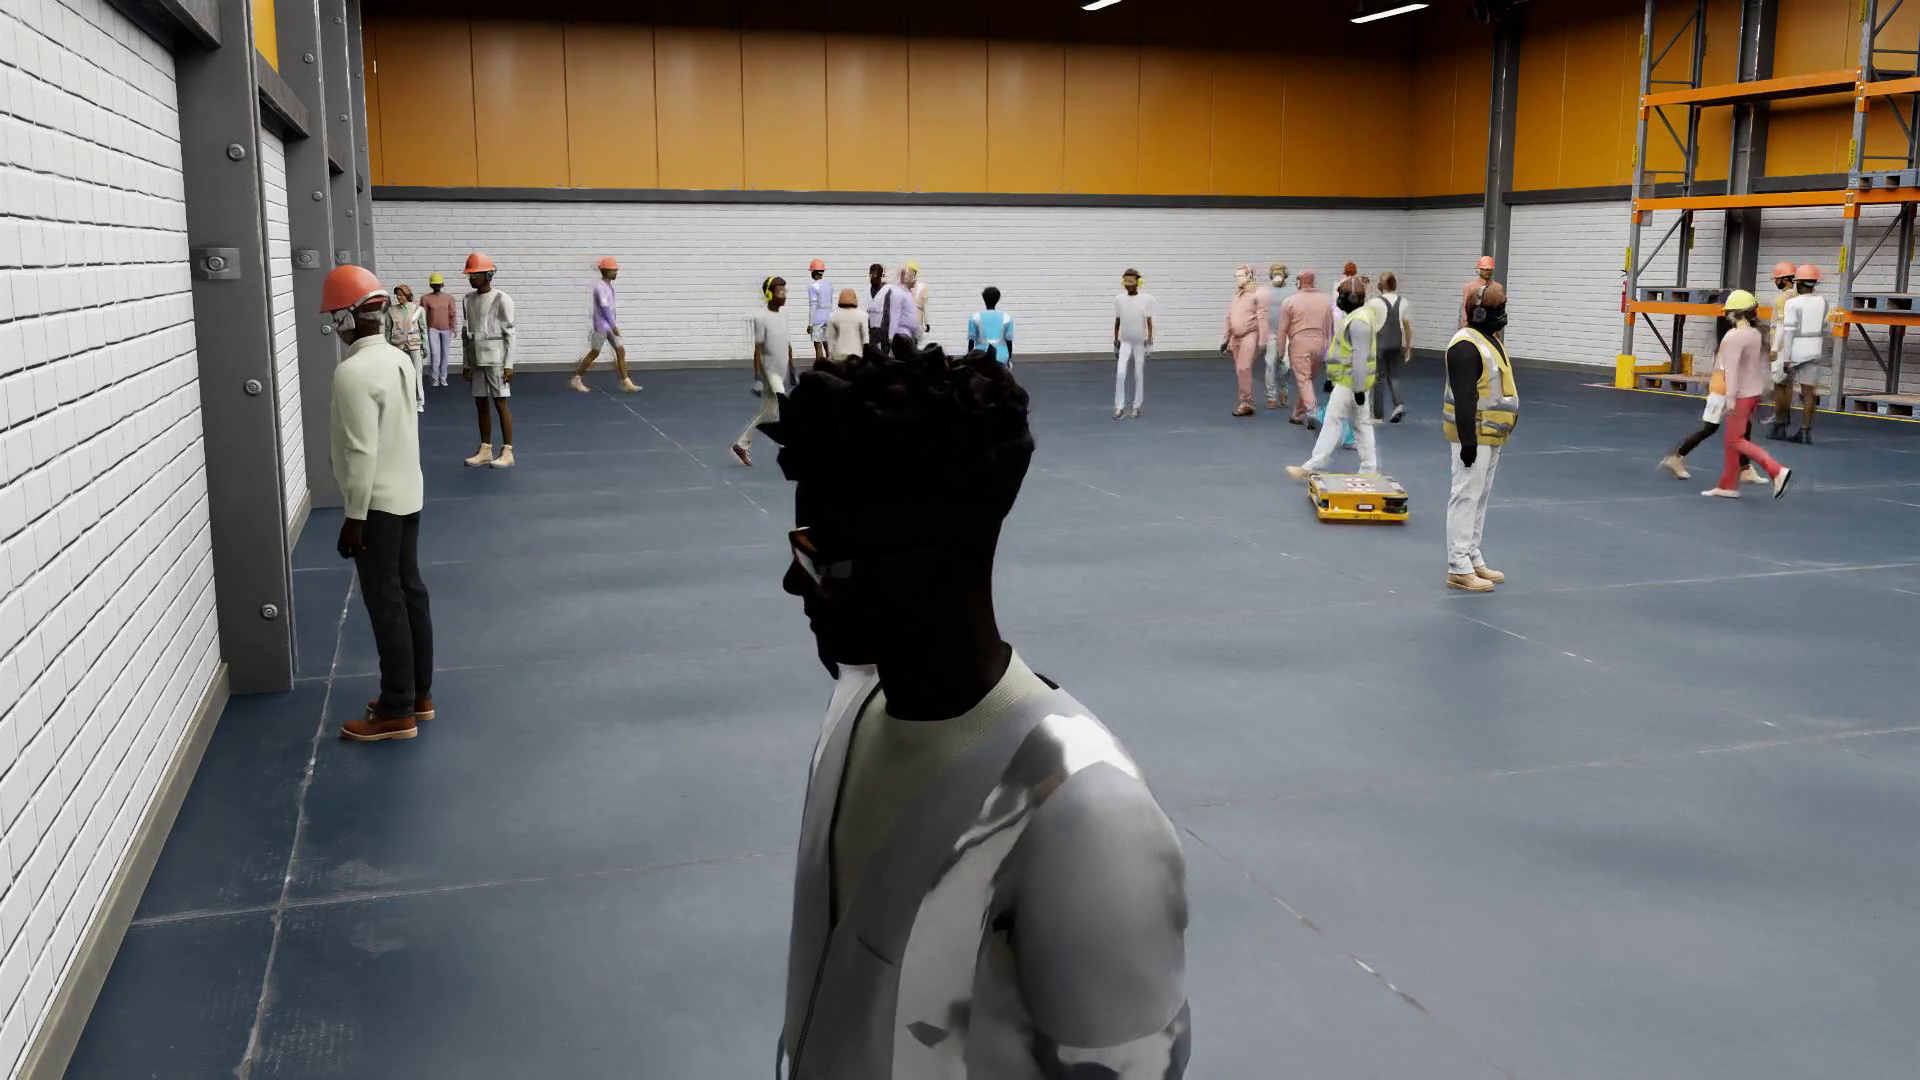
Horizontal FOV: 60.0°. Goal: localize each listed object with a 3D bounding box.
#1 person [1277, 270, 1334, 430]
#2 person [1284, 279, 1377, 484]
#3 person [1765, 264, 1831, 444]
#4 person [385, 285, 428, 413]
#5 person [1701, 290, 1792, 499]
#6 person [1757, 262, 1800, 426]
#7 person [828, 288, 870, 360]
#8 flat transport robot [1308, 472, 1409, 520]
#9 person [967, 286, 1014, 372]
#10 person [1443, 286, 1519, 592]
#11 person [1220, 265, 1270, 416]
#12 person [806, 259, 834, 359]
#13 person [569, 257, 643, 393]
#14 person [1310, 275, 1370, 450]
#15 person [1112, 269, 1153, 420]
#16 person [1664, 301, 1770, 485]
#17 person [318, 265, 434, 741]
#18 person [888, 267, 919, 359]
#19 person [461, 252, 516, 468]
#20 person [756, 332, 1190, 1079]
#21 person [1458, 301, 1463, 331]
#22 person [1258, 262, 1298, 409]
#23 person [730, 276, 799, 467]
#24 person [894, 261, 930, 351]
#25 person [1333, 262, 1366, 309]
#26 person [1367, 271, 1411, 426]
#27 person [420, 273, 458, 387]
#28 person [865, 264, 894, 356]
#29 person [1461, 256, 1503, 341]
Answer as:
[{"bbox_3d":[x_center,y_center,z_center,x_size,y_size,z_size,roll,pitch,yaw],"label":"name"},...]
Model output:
[{"bbox_3d":[4.047,-2.221,19.416,0.652,1.858,1.032,-2,10,-13],"label":"person"},{"bbox_3d":[3.329,-1.383,14.682,0.818,1.808,0.632,3,10,17],"label":"person"},{"bbox_3d":[9.028,-2.004,17.943,0.561,1.909,0.731,-1,10,-7],"label":"person"},{"bbox_3d":[-7.075,-2.439,21.273,0.521,1.636,0.311,-1,10,-8],"label":"person"},{"bbox_3d":[6.503,-1.174,13.653,0.524,1.744,0.684,-9,13,-42],"label":"person"},{"bbox_3d":[9.728,-2.315,19.690,0.358,1.937,0.544,9,13,42],"label":"person"},{"bbox_3d":[-1.330,-2.219,20.018,0.522,1.618,0.425,1,10,7],"label":"person"},{"bbox_3d":[3.134,-0.355,13.156,0.652,0.197,1.431,1,10,8],"label":"flat transport robot"},{"bbox_3d":[0.353,-2.046,18.896,0.540,1.676,0.668,-1,10,-6],"label":"person"},{"bbox_3d":[3.176,-0.621,10.158,0.429,1.844,0.627,6,11,30],"label":"person"},{"bbox_3d":[3.498,-2.491,20.836,0.620,1.887,0.686,-5,11,-28],"label":"person"},{"bbox_3d":[-2.240,-3.477,26.406,0.365,1.939,0.542,7,12,34],"label":"person"},{"bbox_3d":[-5.227,-3.132,24.293,1.062,2.000,0.606,2,10,11],"label":"person"},{"bbox_3d":[3.983,-1.847,17.326,0.639,1.820,0.564,8,12,37],"label":"person"},{"bbox_3d":[2.110,-2.383,20.375,0.522,1.838,0.777,3,10,17],"label":"person"},{"bbox_3d":[6.748,-1.324,14.759,0.844,1.658,0.538,7,12,36],"label":"person"},{"bbox_3d":[-2.467,-0.150,7.005,0.400,1.987,0.612,0,10,2],"label":"person"},{"bbox_3d":[-0.797,-2.899,23.354,1.013,1.851,0.647,1,10,8],"label":"person"},{"bbox_3d":[-4.508,-1.698,15.805,0.614,2.041,0.393,5,11,28],"label":"person"},{"bbox_3d":[-0.014,0.765,1.772,0.364,1.962,0.613,-5,11,-27],"label":"person"},{"bbox_3d":[7.583,-2.992,24.516,0.502,1.623,0.307,7,12,33],"label":"person"},{"bbox_3d":[4.149,-2.661,21.730,0.645,1.923,0.446,2,10,11],"label":"person"},{"bbox_3d":[-1.801,-1.576,15.717,0.912,1.838,0.525,4,11,24],"label":"person"},{"bbox_3d":[-0.773,-3.596,27.168,0.622,1.908,0.534,2,10,12],"label":"person"},{"bbox_3d":[6.919,-4.001,29.599,0.584,1.883,0.342,2,10,14],"label":"person"},{"bbox_3d":[5.043,-2.247,19.613,0.555,1.827,0.444,-2,10,-11],"label":"person"},{"bbox_3d":[-7.907,-3.183,25.320,0.526,1.732,0.794,-4,11,-24],"label":"person"},{"bbox_3d":[-1.234,-3.011,23.893,0.582,1.881,0.790,9,13,43],"label":"person"},{"bbox_3d":[7.378,-3.004,23.506,0.611,1.995,0.380,-2,10,-12],"label":"person"}]
